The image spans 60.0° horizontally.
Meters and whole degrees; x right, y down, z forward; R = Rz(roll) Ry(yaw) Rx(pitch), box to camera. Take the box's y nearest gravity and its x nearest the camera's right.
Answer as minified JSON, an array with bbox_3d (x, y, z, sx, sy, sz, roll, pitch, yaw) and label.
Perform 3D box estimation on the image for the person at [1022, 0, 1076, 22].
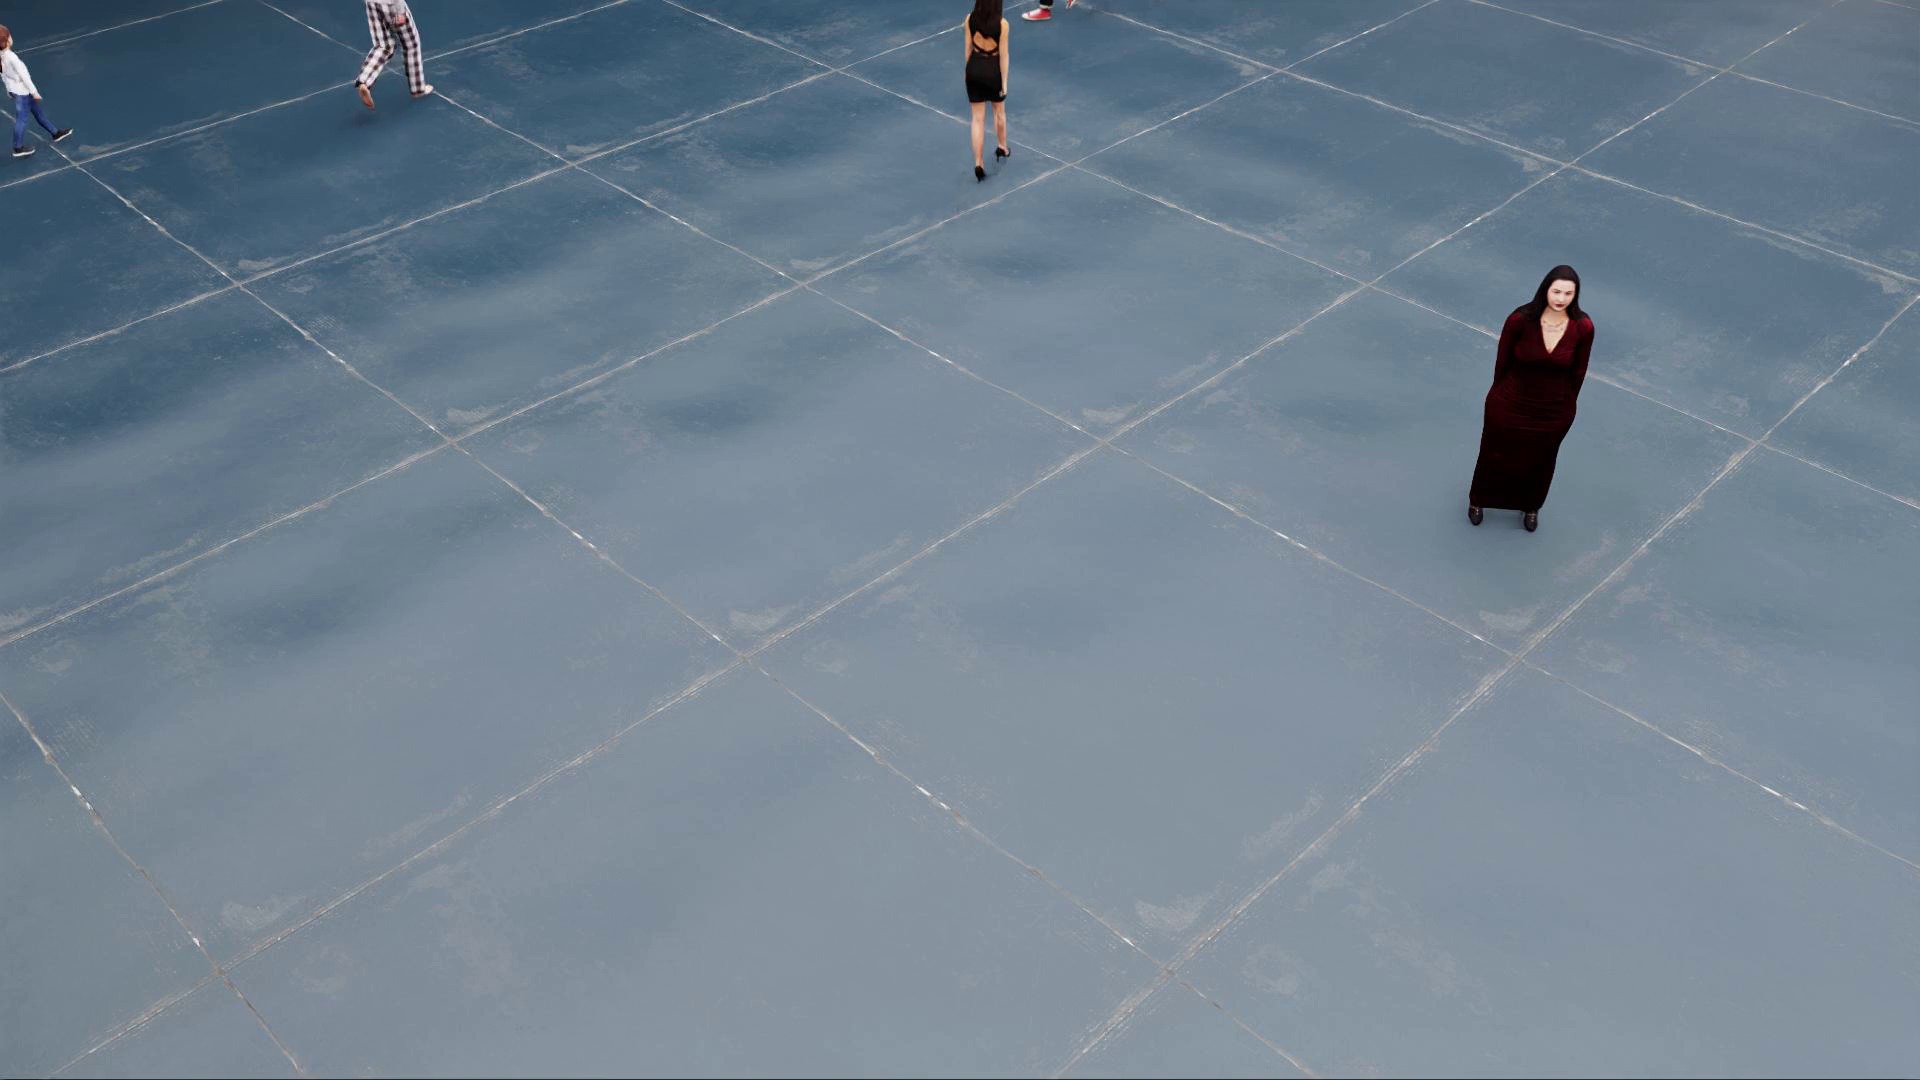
[{"bbox_3d":[0.976,-6.035,16.463,1.047,1.744,0.966,-5,38,-7],"label":"person"}]

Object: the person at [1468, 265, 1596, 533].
[{"bbox_3d":[3.290,-0.812,9.582,0.784,1.757,0.815,7,38,9],"label":"person"}]

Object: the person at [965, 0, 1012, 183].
[{"bbox_3d":[0.176,-3.689,13.474,0.803,1.626,0.953,10,38,13],"label":"person"}]

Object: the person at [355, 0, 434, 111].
[{"bbox_3d":[-5.114,-4.681,14.620,0.864,1.819,1.127,16,40,20],"label":"person"}]

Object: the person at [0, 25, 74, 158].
[{"bbox_3d":[-7.988,-3.781,14.043,0.502,1.085,0.798,26,44,30],"label":"person"}]
